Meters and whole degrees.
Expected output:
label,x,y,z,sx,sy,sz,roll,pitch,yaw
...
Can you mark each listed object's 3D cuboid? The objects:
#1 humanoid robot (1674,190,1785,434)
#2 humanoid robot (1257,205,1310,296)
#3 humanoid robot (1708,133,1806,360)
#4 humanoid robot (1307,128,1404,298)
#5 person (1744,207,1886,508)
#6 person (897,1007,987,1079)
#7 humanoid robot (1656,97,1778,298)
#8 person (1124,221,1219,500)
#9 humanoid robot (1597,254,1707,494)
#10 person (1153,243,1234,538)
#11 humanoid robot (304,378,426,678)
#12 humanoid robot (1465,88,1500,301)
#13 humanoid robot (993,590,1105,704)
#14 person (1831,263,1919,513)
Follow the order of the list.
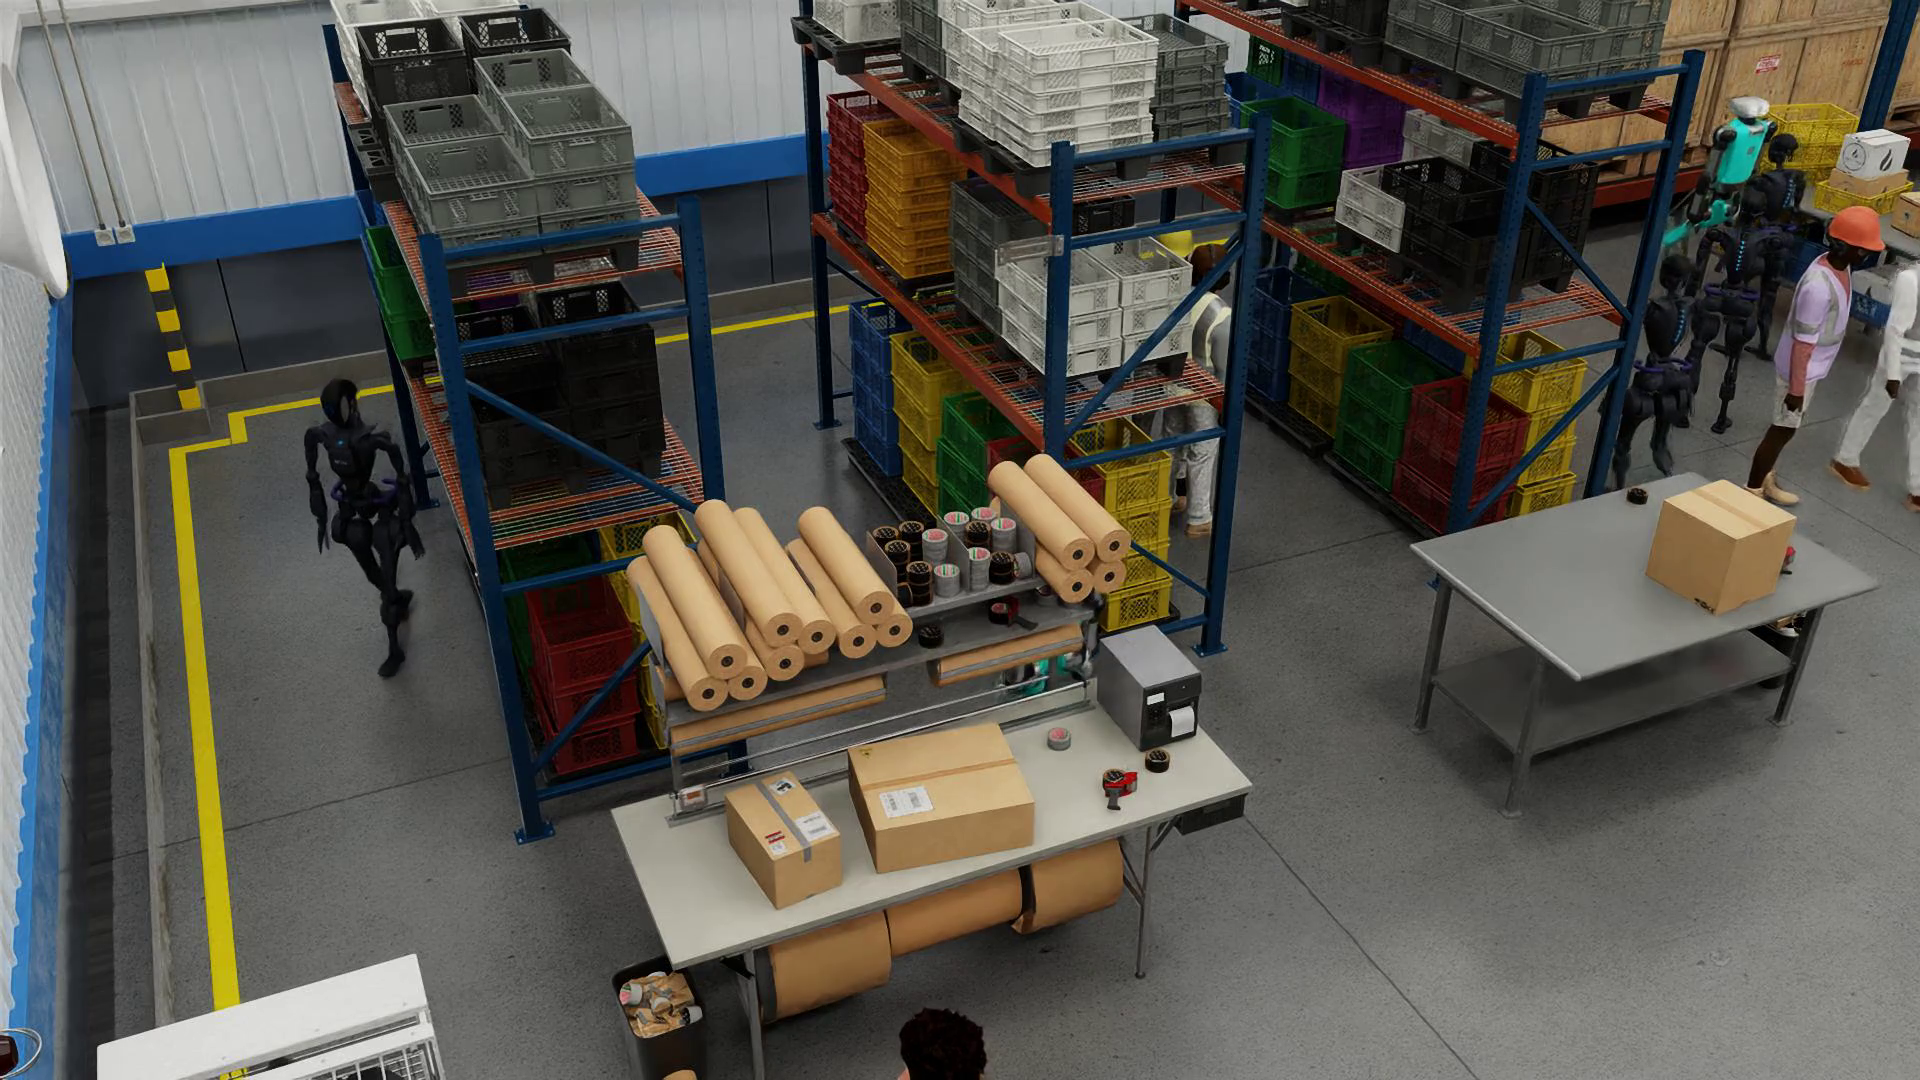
label,x,y,z,sx,sy,sz,roll,pitch,yaw
humanoid robot,5.103,-1.527,11.093,0.599,1.657,0.315,15,35,22
humanoid robot,2.490,-2.626,12.902,0.329,1.655,0.602,25,39,34
humanoid robot,5.833,-2.116,12.073,0.587,1.638,0.403,-11,33,-17
humanoid robot,2.982,-2.445,12.531,0.985,1.731,0.559,27,41,36
person,5.101,-1.036,9.980,0.405,2.031,0.608,20,37,29
person,-0.088,2.113,4.923,0.372,1.963,0.606,7,32,11
humanoid robot,5.681,-2.572,12.779,0.543,1.795,0.772,-13,34,-20
person,1.272,-1.090,10.248,0.598,1.831,0.404,1,32,1
humanoid robot,4.248,-0.897,10.101,0.616,1.641,0.536,-8,32,-12
person,1.417,-0.894,9.925,0.429,1.837,0.632,-21,37,-30
humanoid robot,-3.154,-0.126,8.879,0.608,1.636,0.766,3,32,5
humanoid robot,4.125,-2.489,12.734,0.748,1.899,0.551,12,34,18
humanoid robot,0.266,0.484,7.847,0.531,1.790,0.965,-23,38,-32
person,5.876,-1.039,10.152,0.594,1.850,0.839,-8,32,-12
